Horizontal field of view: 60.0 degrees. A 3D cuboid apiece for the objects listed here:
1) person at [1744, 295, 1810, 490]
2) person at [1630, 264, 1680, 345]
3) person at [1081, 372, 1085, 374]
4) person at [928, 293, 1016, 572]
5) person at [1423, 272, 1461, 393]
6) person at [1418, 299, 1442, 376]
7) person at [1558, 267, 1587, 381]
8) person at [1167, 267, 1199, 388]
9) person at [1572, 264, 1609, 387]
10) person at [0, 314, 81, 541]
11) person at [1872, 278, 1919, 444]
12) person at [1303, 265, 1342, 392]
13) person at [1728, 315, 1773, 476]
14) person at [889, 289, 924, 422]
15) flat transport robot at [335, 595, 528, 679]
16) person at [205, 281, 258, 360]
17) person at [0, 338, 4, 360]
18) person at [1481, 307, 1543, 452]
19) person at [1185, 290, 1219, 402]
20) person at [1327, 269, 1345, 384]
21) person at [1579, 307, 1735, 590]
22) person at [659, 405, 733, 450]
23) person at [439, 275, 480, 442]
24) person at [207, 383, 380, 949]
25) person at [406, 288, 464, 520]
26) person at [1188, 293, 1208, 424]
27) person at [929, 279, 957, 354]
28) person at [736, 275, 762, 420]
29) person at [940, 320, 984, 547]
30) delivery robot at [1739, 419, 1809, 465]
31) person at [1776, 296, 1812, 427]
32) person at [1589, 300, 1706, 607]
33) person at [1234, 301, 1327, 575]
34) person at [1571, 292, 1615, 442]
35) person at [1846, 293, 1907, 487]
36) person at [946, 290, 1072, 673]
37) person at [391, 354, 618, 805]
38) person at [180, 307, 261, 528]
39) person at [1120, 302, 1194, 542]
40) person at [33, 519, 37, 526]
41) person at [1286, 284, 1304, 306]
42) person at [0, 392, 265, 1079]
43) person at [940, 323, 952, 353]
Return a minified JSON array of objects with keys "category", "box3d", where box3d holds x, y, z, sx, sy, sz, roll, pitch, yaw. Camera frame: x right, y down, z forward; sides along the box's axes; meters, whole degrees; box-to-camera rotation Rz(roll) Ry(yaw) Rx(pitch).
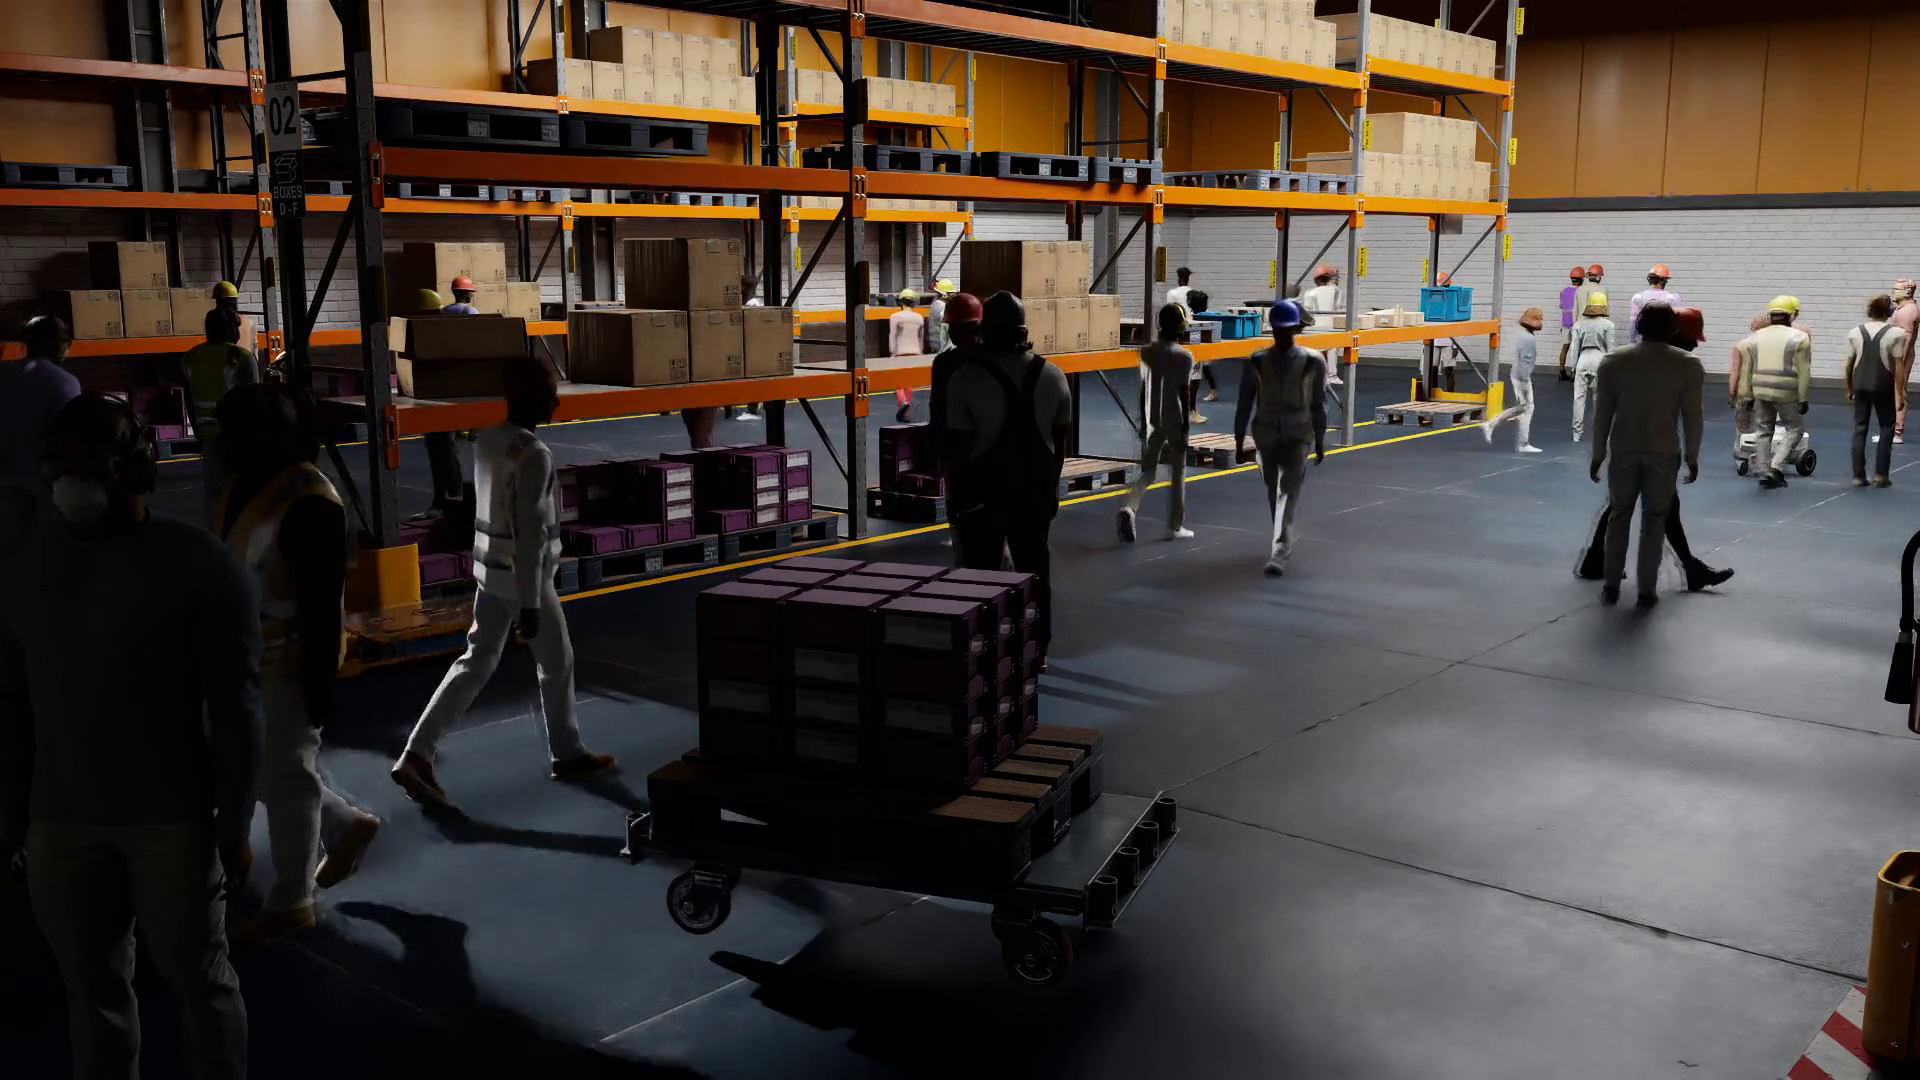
[{"category":"person","box3d":[7.589,-1.361,15.467,0.411,1.819,0.624,-8,12,-37]},{"category":"person","box3d":[9.279,-2.659,22.250,0.611,2.038,0.394,6,11,29]},{"category":"person","box3d":[2.143,-3.874,29.936,0.299,1.772,0.525,2,10,10]},{"category":"person","box3d":[0.075,-0.553,10.425,0.638,1.980,0.507,8,13,39]},{"category":"person","box3d":[6.596,-2.704,22.825,0.541,1.932,0.382,8,13,38]},{"category":"person","box3d":[8.331,-3.712,29.377,0.513,1.642,0.313,4,11,23]},{"category":"person","box3d":[10.435,-3.661,28.247,0.360,1.936,0.552,-5,11,-27]},{"category":"person","box3d":[3.582,-3.462,27.090,0.645,1.935,0.797,-3,10,-14]},{"category":"person","box3d":[10.299,-3.494,27.135,0.400,1.989,0.623,-8,13,-38]},{"category":"person","box3d":[-5.268,-0.323,9.439,0.638,1.891,0.719,2,10,12]},{"category":"person","box3d":[10.830,-2.066,19.239,0.408,1.913,0.642,6,11,29]},{"category":"person","box3d":[5.749,-3.332,26.241,0.624,1.996,0.978,-1,10,-8]},{"category":"person","box3d":[7.994,-1.448,16.670,0.530,1.594,0.886,5,11,25]},{"category":"person","box3d":[-0.688,-2.389,21.603,0.565,1.726,0.584,-5,11,-26]},{"category":"flat transport robot","box3d":[-3.010,0.506,9.263,0.652,0.197,1.431,10,14,43]},{"category":"person","box3d":[-7.219,-1.594,16.505,0.366,1.927,0.585,4,11,24]},{"category":"person","box3d":[-5.868,-0.393,9.978,0.678,1.816,0.544,4,11,23]},{"category":"person","box3d":[6.156,-1.777,18.446,0.575,1.608,0.531,2,10,12]},{"category":"person","box3d":[3.442,-2.825,24.299,0.862,1.653,0.543,-5,11,-26]},{"category":"person","box3d":[6.175,-3.544,27.666,0.407,1.910,0.638,-6,12,-30]},{"category":"person","box3d":[4.663,-0.609,11.064,1.008,1.864,0.628,5,11,26]},{"category":"person","box3d":[-2.403,-1.259,14.776,0.676,1.862,0.933,6,12,31]},{"category":"person","box3d":[-5.798,-2.116,19.454,0.549,1.934,0.374,5,11,25]},{"category":"person","box3d":[-2.206,0.395,5.448,0.644,1.832,0.507,9,14,43]},{"category":"person","box3d":[-4.311,-1.094,13.661,0.380,1.924,0.593,-8,13,-40]},{"category":"person","box3d":[3.050,-2.340,21.441,0.334,1.685,0.533,2,10,9]},{"category":"person","box3d":[-0.214,-2.628,22.668,0.404,1.828,0.602,-3,11,-19]},{"category":"person","box3d":[-2.794,-2.513,21.795,0.460,1.903,0.617,-6,12,-31]},{"category":"person","box3d":[0.071,-0.851,12.455,0.538,1.866,0.310,5,11,28]},{"category":"delivery robot","box3d":[8.080,-0.956,16.509,0.707,0.478,0.477,-6,12,-31]},{"category":"person","box3d":[9.233,-1.874,18.707,0.871,1.735,0.506,-8,13,-39]},{"category":"person","box3d":[4.372,-0.543,10.565,0.644,1.927,0.598,6,12,30]},{"category":"person","box3d":[2.256,-0.740,11.755,0.630,1.891,1.021,4,11,22]},{"category":"person","box3d":[7.379,-2.007,19.389,0.494,1.744,0.314,9,13,40]},{"category":"person","box3d":[8.675,-1.406,15.708,0.557,1.835,0.556,-9,13,-41]},{"category":"person","box3d":[0.209,-0.291,8.764,0.684,2.000,0.538,-4,11,-22]},{"category":"person","box3d":[-1.887,0.163,6.769,0.961,1.848,0.633,-9,13,-40]},{"category":"person","box3d":[-5.171,-0.726,11.812,0.626,1.844,0.429,3,10,15]},{"category":"person","box3d":[1.518,-0.884,12.678,0.519,1.852,0.749,8,13,38]},{"category":"person","box3d":[-6.191,-0.463,10.496,0.968,1.767,0.598,-4,11,-23]},{"category":"person","box3d":[5.962,-3.724,29.541,0.792,1.605,0.514,-7,12,-35]},{"category":"person","box3d":[-1.894,0.634,3.788,0.631,1.940,0.372,0,10,0]},{"category":"person","box3d":[-0.014,-2.420,22.046,0.509,1.632,0.268,5,11,25]}]
